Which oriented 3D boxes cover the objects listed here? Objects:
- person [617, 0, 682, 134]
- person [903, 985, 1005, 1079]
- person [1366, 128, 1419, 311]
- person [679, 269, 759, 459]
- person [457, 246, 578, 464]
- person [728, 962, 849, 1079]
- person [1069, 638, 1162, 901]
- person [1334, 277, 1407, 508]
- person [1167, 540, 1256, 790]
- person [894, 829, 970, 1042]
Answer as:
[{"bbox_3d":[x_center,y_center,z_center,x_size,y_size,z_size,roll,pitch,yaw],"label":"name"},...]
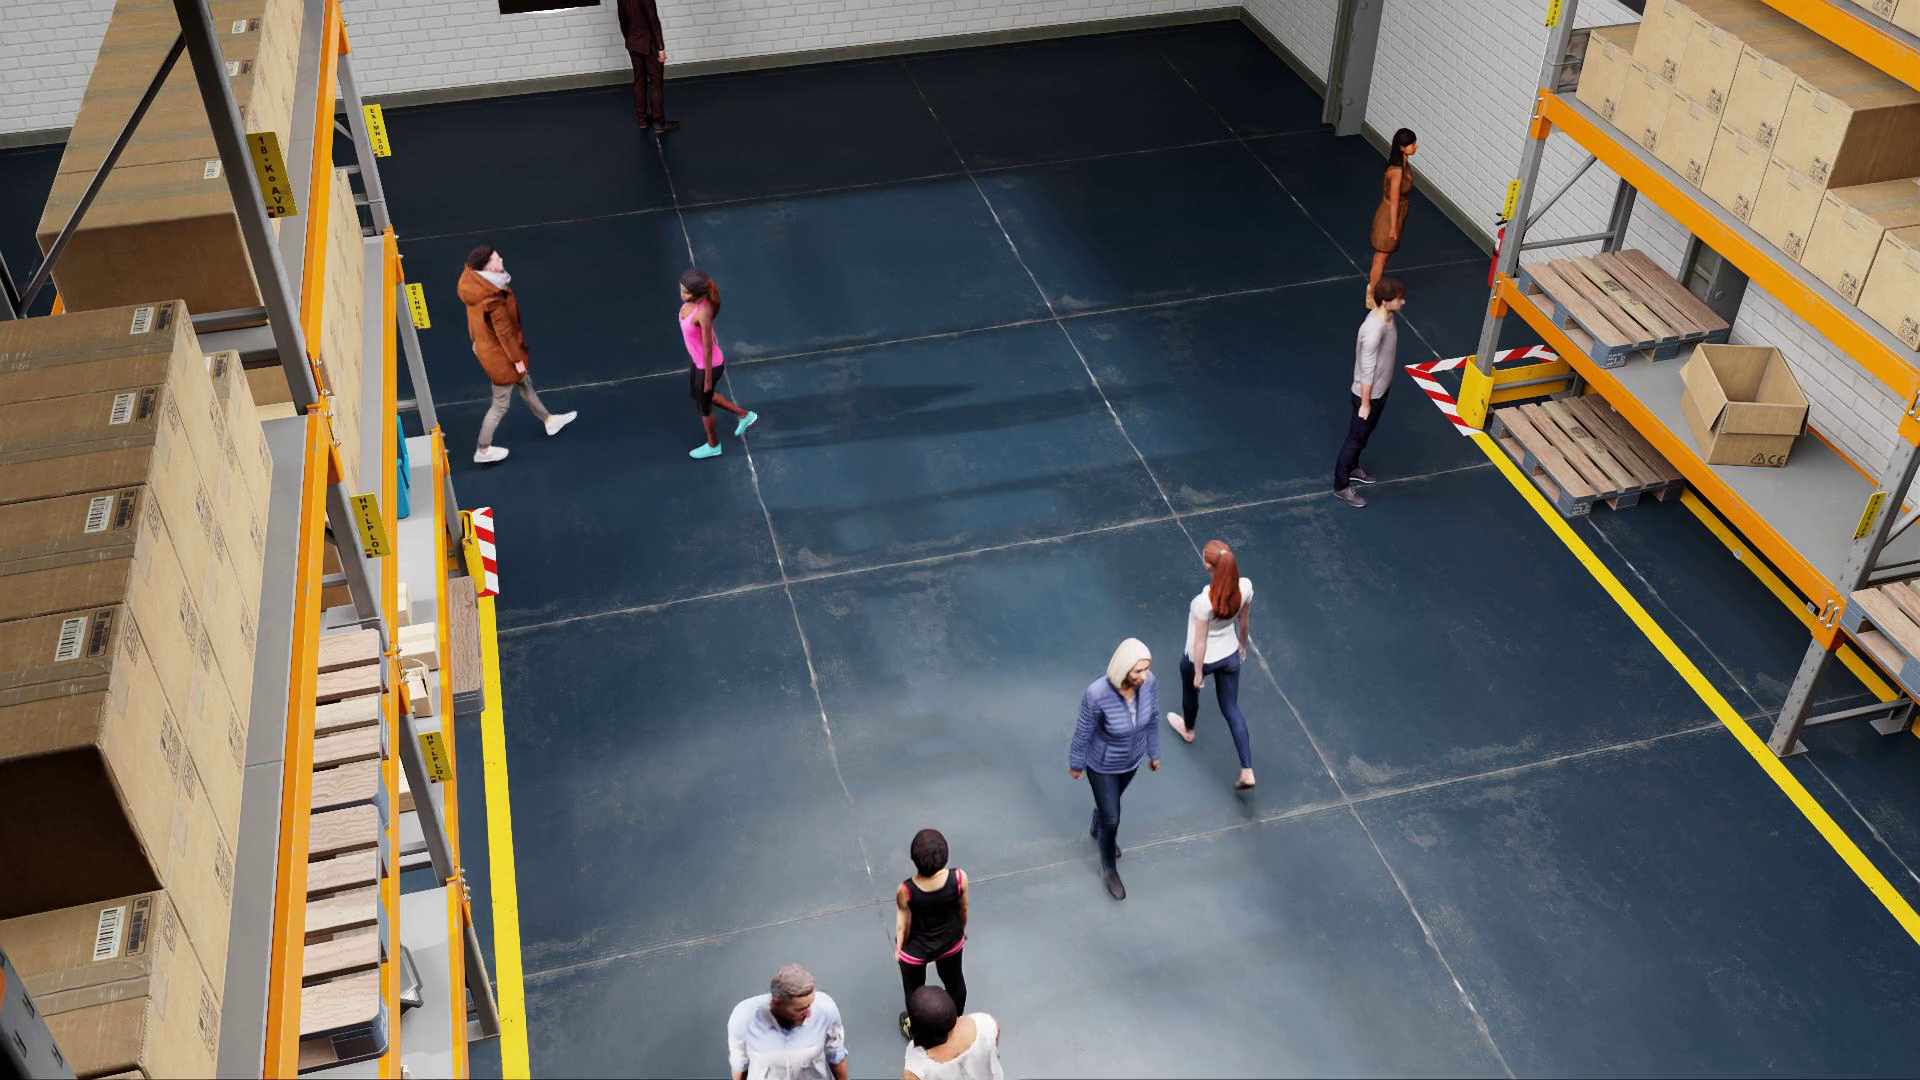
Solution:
[{"bbox_3d":[-3.299,-5.188,17.384,0.766,1.865,0.842,23,44,26],"label":"person"},{"bbox_3d":[-0.006,2.658,7.717,0.815,1.670,0.956,-18,42,-21],"label":"person"},{"bbox_3d":[3.762,-2.800,14.535,0.699,1.690,0.599,10,40,13],"label":"person"},{"bbox_3d":[-1.848,-1.342,12.699,0.632,1.702,0.724,-8,39,-10],"label":"person"},{"bbox_3d":[-3.566,-1.363,12.655,1.007,1.790,1.176,-22,44,-25],"label":"person"},{"bbox_3d":[-0.808,2.496,7.830,0.756,1.782,1.154,-6,39,-7],"label":"person"},{"bbox_3d":[0.842,1.173,9.534,0.784,1.722,0.889,-19,42,-22],"label":"person"},{"bbox_3d":[3.039,-1.131,12.321,0.789,1.843,0.709,17,42,20],"label":"person"},{"bbox_3d":[1.587,0.786,10.035,0.733,1.702,1.172,-16,41,-19],"label":"person"},{"bbox_3d":[-0.152,2.048,8.574,0.559,1.552,0.516,-13,40,-15],"label":"person"}]
